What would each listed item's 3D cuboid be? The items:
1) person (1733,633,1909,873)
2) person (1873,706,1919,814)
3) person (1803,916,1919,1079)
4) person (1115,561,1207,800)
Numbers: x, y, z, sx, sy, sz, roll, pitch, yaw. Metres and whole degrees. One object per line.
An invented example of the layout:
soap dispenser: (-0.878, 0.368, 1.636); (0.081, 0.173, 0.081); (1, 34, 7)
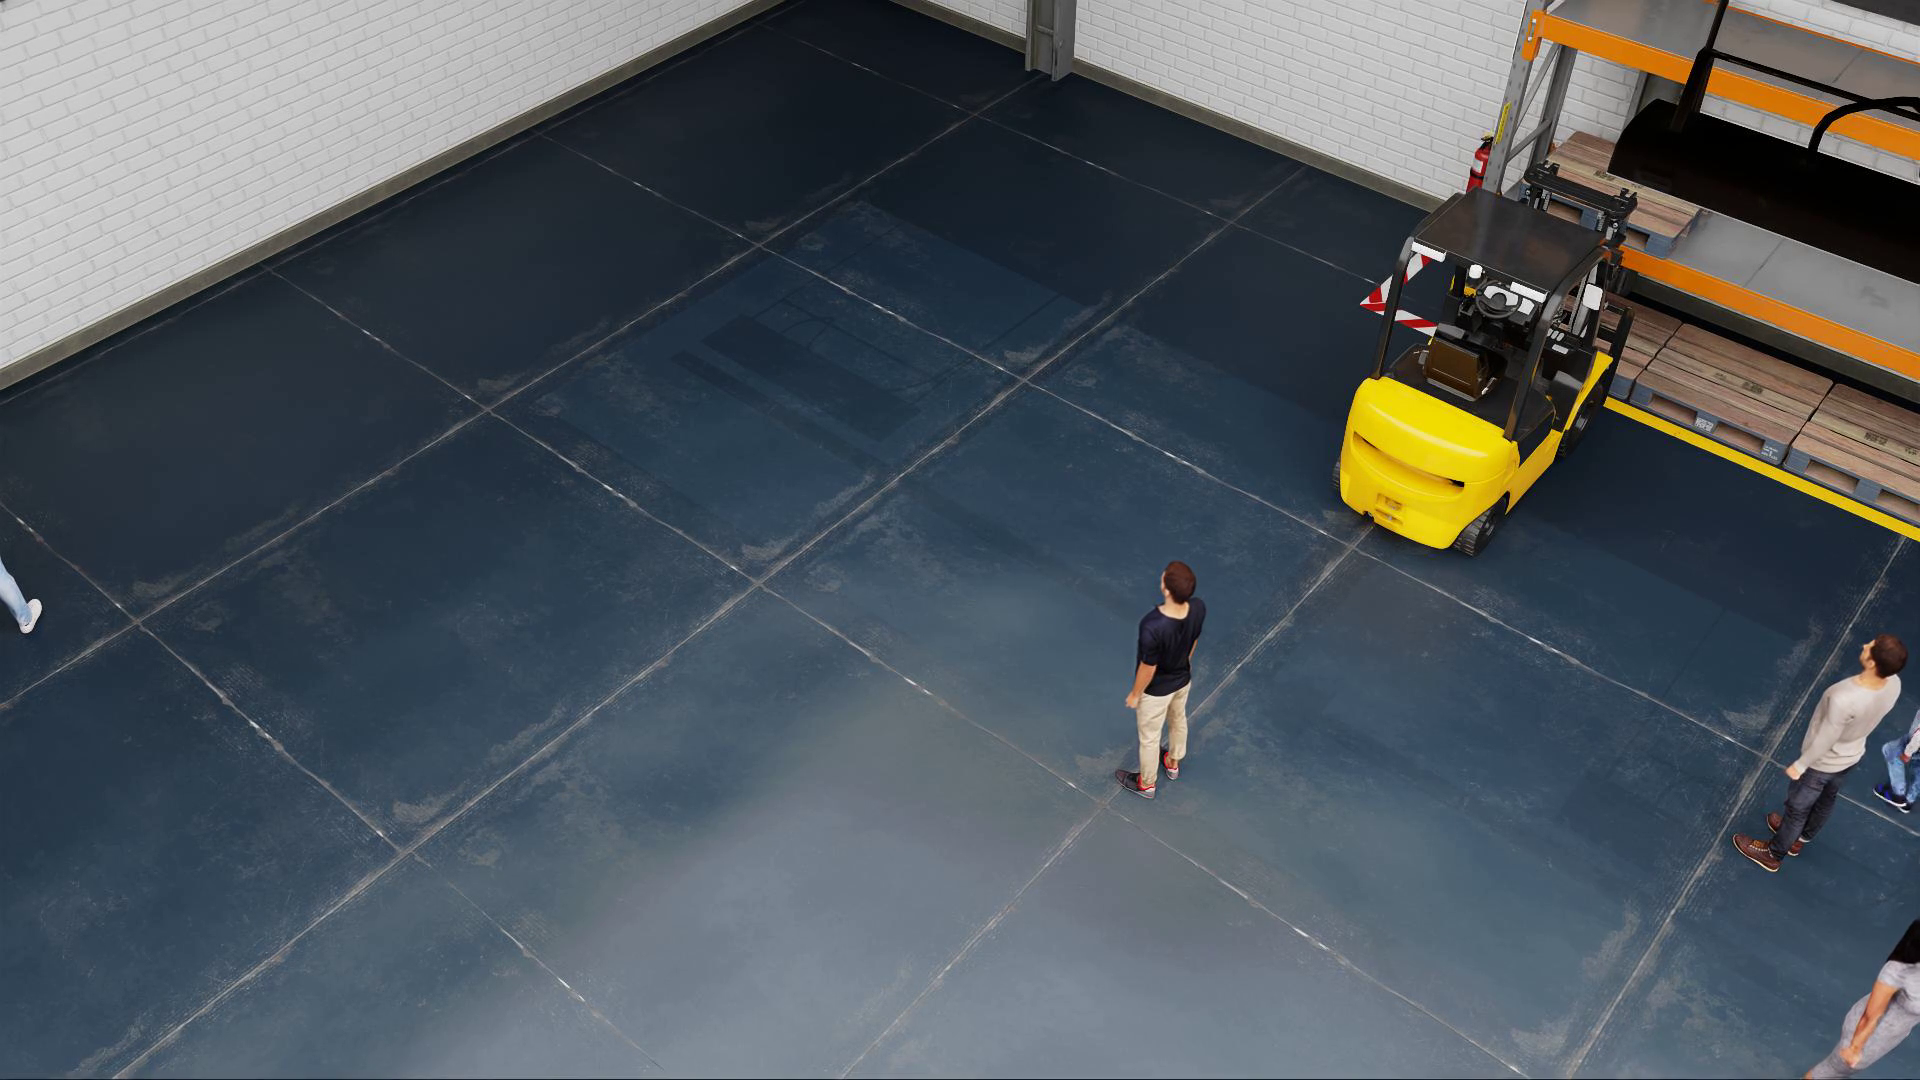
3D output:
person: (4.894, 1.207, 9.358); (0.734, 1.867, 0.695); (-21, 48, -21)
person: (5.754, 1.208, 9.807); (0.620, 1.246, 0.660); (-9, 44, -10)
person: (4.487, 2.395, 8.173); (0.651, 1.781, 0.632); (-21, 47, -20)
person: (1.205, 0.822, 9.767); (0.664, 1.859, 0.574); (-31, 51, -28)
